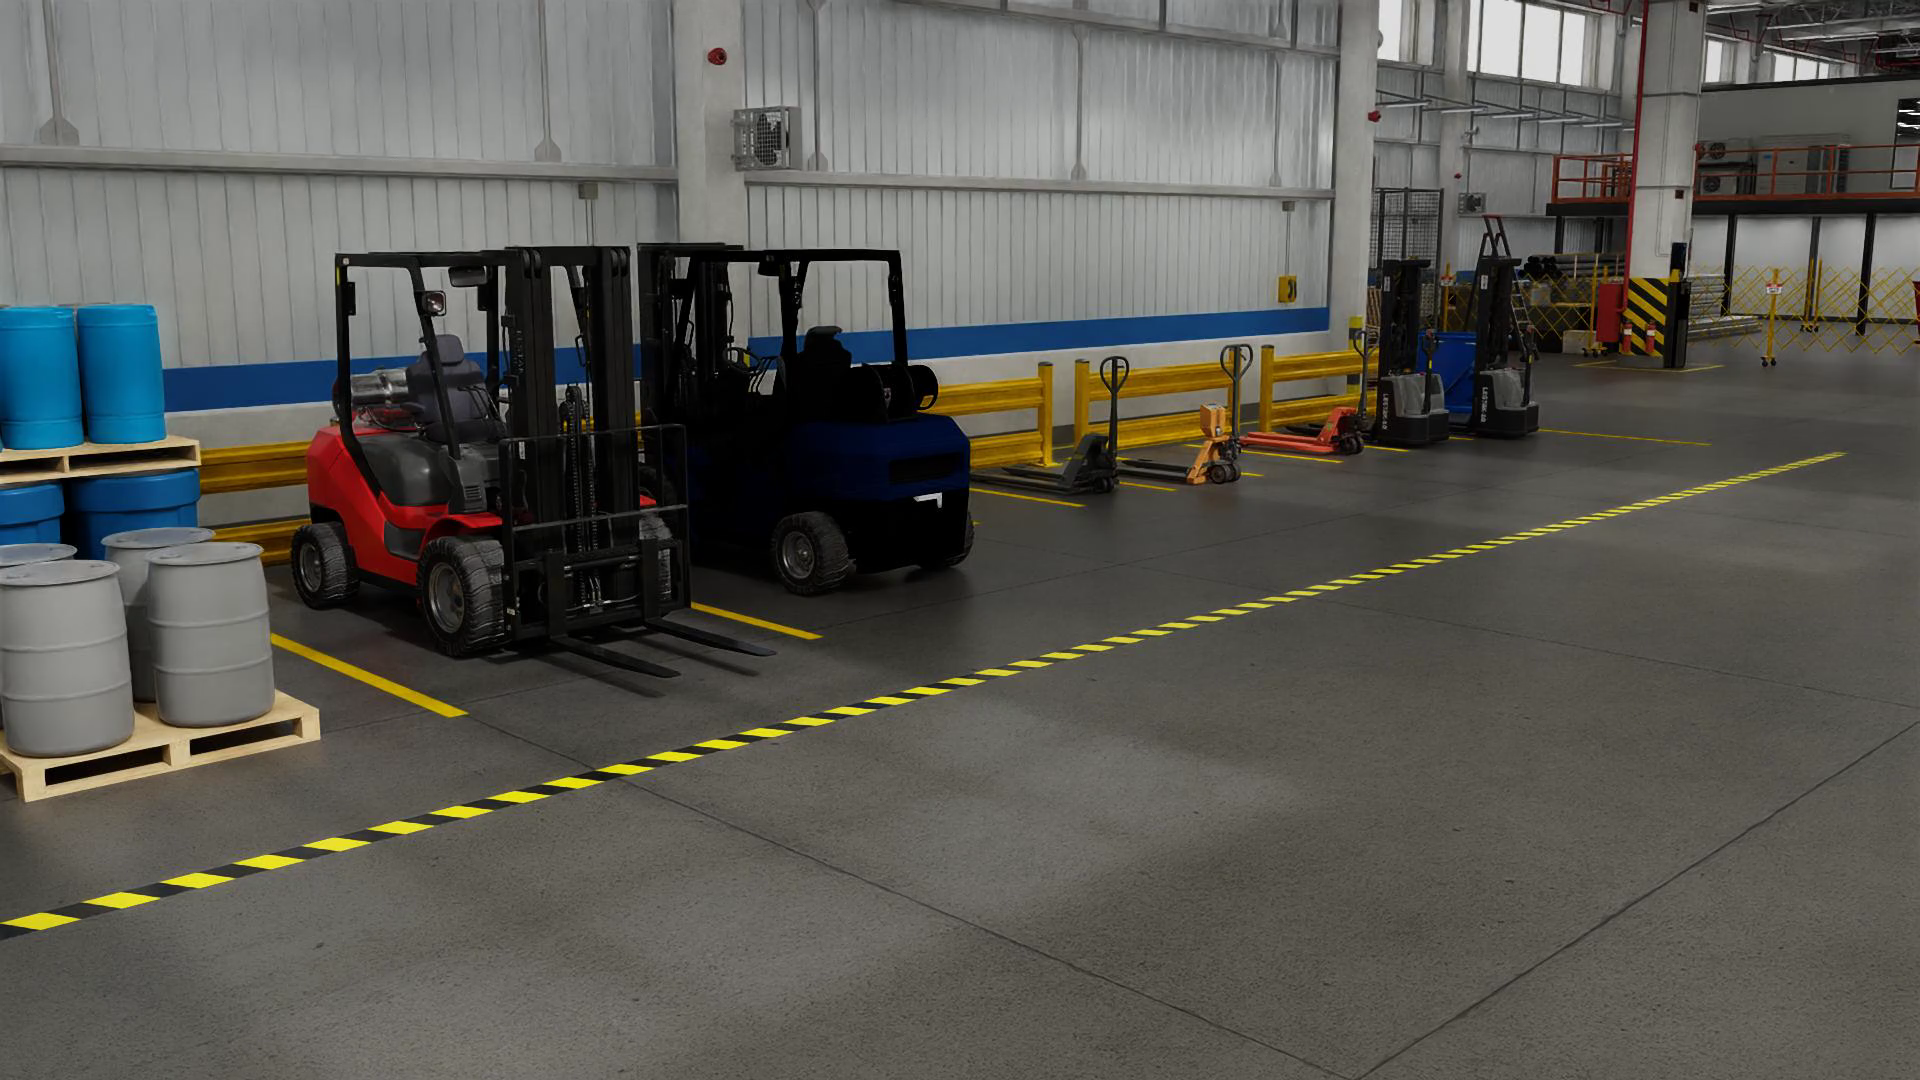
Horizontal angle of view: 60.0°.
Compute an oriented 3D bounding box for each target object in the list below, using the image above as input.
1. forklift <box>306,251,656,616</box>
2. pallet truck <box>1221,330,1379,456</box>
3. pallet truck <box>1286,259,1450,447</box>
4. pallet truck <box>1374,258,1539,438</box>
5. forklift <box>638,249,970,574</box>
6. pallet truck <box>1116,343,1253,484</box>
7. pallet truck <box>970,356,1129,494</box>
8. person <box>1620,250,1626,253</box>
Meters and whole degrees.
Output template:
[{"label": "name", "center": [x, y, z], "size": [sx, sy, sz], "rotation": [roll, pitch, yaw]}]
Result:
[{"label": "forklift", "center": [-2.833, -0.669, 9.694], "size": [1.157, 1.987, 2.680], "rotation": [-10, 14, -44]}, {"label": "pallet truck", "center": [3.563, -1.581, 17.381], "size": [0.653, 1.274, 1.630], "rotation": [-10, 14, -44]}, {"label": "pallet truck", "center": [4.493, -2.078, 18.196], "size": [0.823, 1.965, 1.885], "rotation": [-9, 14, -40]}, {"label": "pallet truck", "center": [5.704, -2.208, 18.901], "size": [1.885, 1.965, 0.823], "rotation": [10, 14, 43]}, {"label": "forklift", "center": [-1.173, -0.958, 11.239], "size": [2.680, 1.987, 1.157], "rotation": [10, 14, 43]}, {"label": "pallet truck", "center": [1.962, -1.215, 15.415], "size": [1.522, 1.261, 0.704], "rotation": [10, 14, 43]}, {"label": "pallet truck", "center": [0.784, -1.085, 14.876], "size": [0.680, 1.201, 1.601], "rotation": [-10, 14, -44]}, {"label": "person", "center": [18.200, -7.031, 45.602], "size": [0.592, 1.854, 0.870], "rotation": [-9, 14, -42]}]
